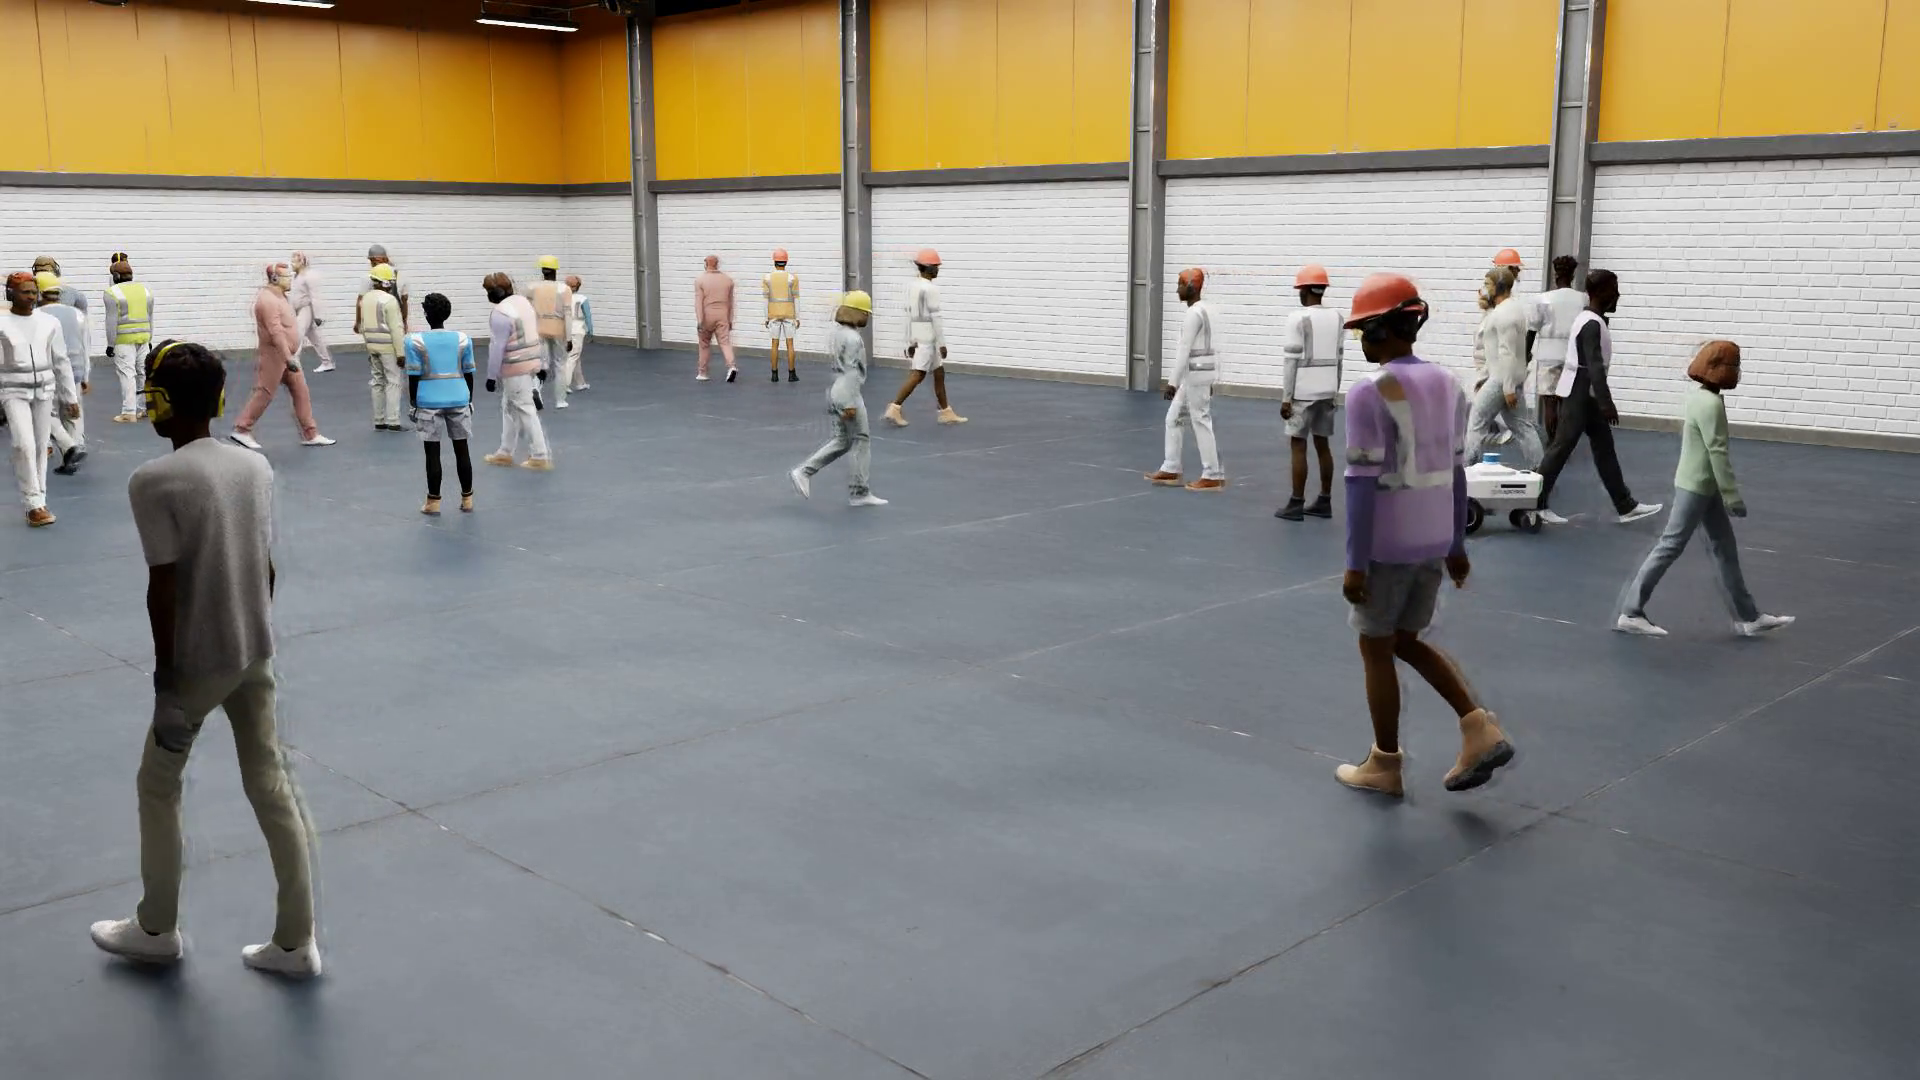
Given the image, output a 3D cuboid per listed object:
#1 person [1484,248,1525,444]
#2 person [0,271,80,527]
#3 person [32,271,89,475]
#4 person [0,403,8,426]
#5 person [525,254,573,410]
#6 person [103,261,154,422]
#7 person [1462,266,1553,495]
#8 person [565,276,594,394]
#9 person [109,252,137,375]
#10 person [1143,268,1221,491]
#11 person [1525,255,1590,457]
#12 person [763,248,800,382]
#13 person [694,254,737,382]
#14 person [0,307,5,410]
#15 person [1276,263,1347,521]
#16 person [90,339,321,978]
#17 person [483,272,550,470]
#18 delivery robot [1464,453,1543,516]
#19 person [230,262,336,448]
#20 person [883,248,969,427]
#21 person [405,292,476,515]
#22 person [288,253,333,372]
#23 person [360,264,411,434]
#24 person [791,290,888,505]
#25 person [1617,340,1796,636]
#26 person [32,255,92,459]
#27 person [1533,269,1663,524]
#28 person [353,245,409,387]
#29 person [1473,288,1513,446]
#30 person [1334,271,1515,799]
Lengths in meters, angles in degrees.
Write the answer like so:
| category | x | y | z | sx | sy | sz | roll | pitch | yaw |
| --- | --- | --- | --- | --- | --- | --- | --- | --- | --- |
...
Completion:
| category | x | y | z | sx | sy | sz | roll | pitch | yaw |
| --- | --- | --- | --- | --- | --- | --- | --- | --- | --- |
| person | 5.586 | -1.999 | 17.171 | 0.382 | 1.995 | 0.612 | 3 | 11 | 18 |
| person | -6.767 | -1.029 | 12.224 | 0.717 | 1.863 | 0.598 | 7 | 13 | 34 |
| person | -7.910 | -1.444 | 14.634 | 0.522 | 1.820 | 0.604 | 6 | 12 | 30 |
| person | -11.059 | -2.111 | 18.496 | 0.842 | 1.735 | 0.525 | 2 | 11 | 10 |
| person | -5.025 | -2.528 | 20.313 | 0.590 | 1.905 | 0.781 | 1 | 10 | 5 |
| person | -9.529 | -2.267 | 19.064 | 0.429 | 1.840 | 0.624 | 4 | 11 | 22 |
| person | 4.409 | -1.284 | 13.593 | 1.011 | 1.890 | 0.641 | 5 | 11 | 25 |
| person | -5.261 | -2.792 | 22.599 | 0.522 | 1.590 | 0.873 | 4 | 11 | 21 |
| person | -12.794 | -3.451 | 25.433 | 0.311 | 1.869 | 0.533 | -8 | 13 | -36 |
| person | 1.843 | -1.330 | 13.920 | 0.810 | 1.857 | 0.581 | 2 | 11 | 13 |
| person | 5.640 | -1.711 | 15.746 | 0.634 | 1.944 | 0.631 | -1 | 10 | -3 |
| person | -2.598 | -3.276 | 24.283 | 0.545 | 1.940 | 0.355 | 0 | 10 | 2 |
| person | -3.565 | -3.239 | 24.306 | 0.640 | 1.869 | 0.952 | -7 | 12 | -32 |
| person | -10.399 | -1.984 | 17.965 | 0.623 | 1.672 | 0.571 | 2 | 11 | 12 |
| person | 2.633 | -1.108 | 12.538 | 0.543 | 1.925 | 0.427 | -6 | 12 | -29 |
| person | -2.220 | 0.352 | 4.784 | 0.859 | 1.834 | 0.551 | 5 | 11 | 23 |
| person | -4.123 | -1.526 | 15.132 | 0.818 | 1.796 | 0.695 | 2 | 11 | 9 |
| delivery robot | 3.832 | -0.385 | 12.043 | 0.707 | 0.478 | 0.477 | 0 | 10 | 0 |
| person | -6.891 | -1.846 | 16.706 | 0.954 | 1.870 | 0.642 | -1 | 10 | -3 |
| person | -0.414 | -2.251 | 18.556 | 1.033 | 2.006 | 0.621 | -4 | 11 | -20 |
| person | -3.966 | -1.038 | 12.735 | 0.536 | 1.700 | 0.318 | -7 | 13 | -34 |
| person | -10.222 | -3.502 | 25.757 | 1.004 | 1.854 | 0.646 | -8 | 13 | -37 |
| person | -6.202 | -2.059 | 17.974 | 0.625 | 1.828 | 0.403 | 8 | 13 | 36 |
| person | -0.953 | -1.104 | 13.085 | 0.680 | 1.708 | 0.501 | -3 | 11 | -17 |
| person | 3.960 | -0.254 | 8.778 | 0.889 | 1.583 | 0.503 | 4 | 11 | 21 |
| person | -8.663 | -1.742 | 15.922 | 0.636 | 1.938 | 0.355 | -5 | 11 | -24 |
| person | 4.668 | -1.027 | 12.177 | 0.990 | 1.874 | 0.588 | 4 | 11 | 23 |
| person | -7.901 | -2.999 | 22.496 | 0.942 | 2.000 | 0.692 | 6 | 12 | 29 |
| person | 5.334 | -1.732 | 16.720 | 0.458 | 1.623 | 0.528 | 2 | 11 | 10 |
| person | 1.691 | 0.010 | 6.210 | 0.615 | 2.009 | 0.685 | -8 | 13 | -39 |
